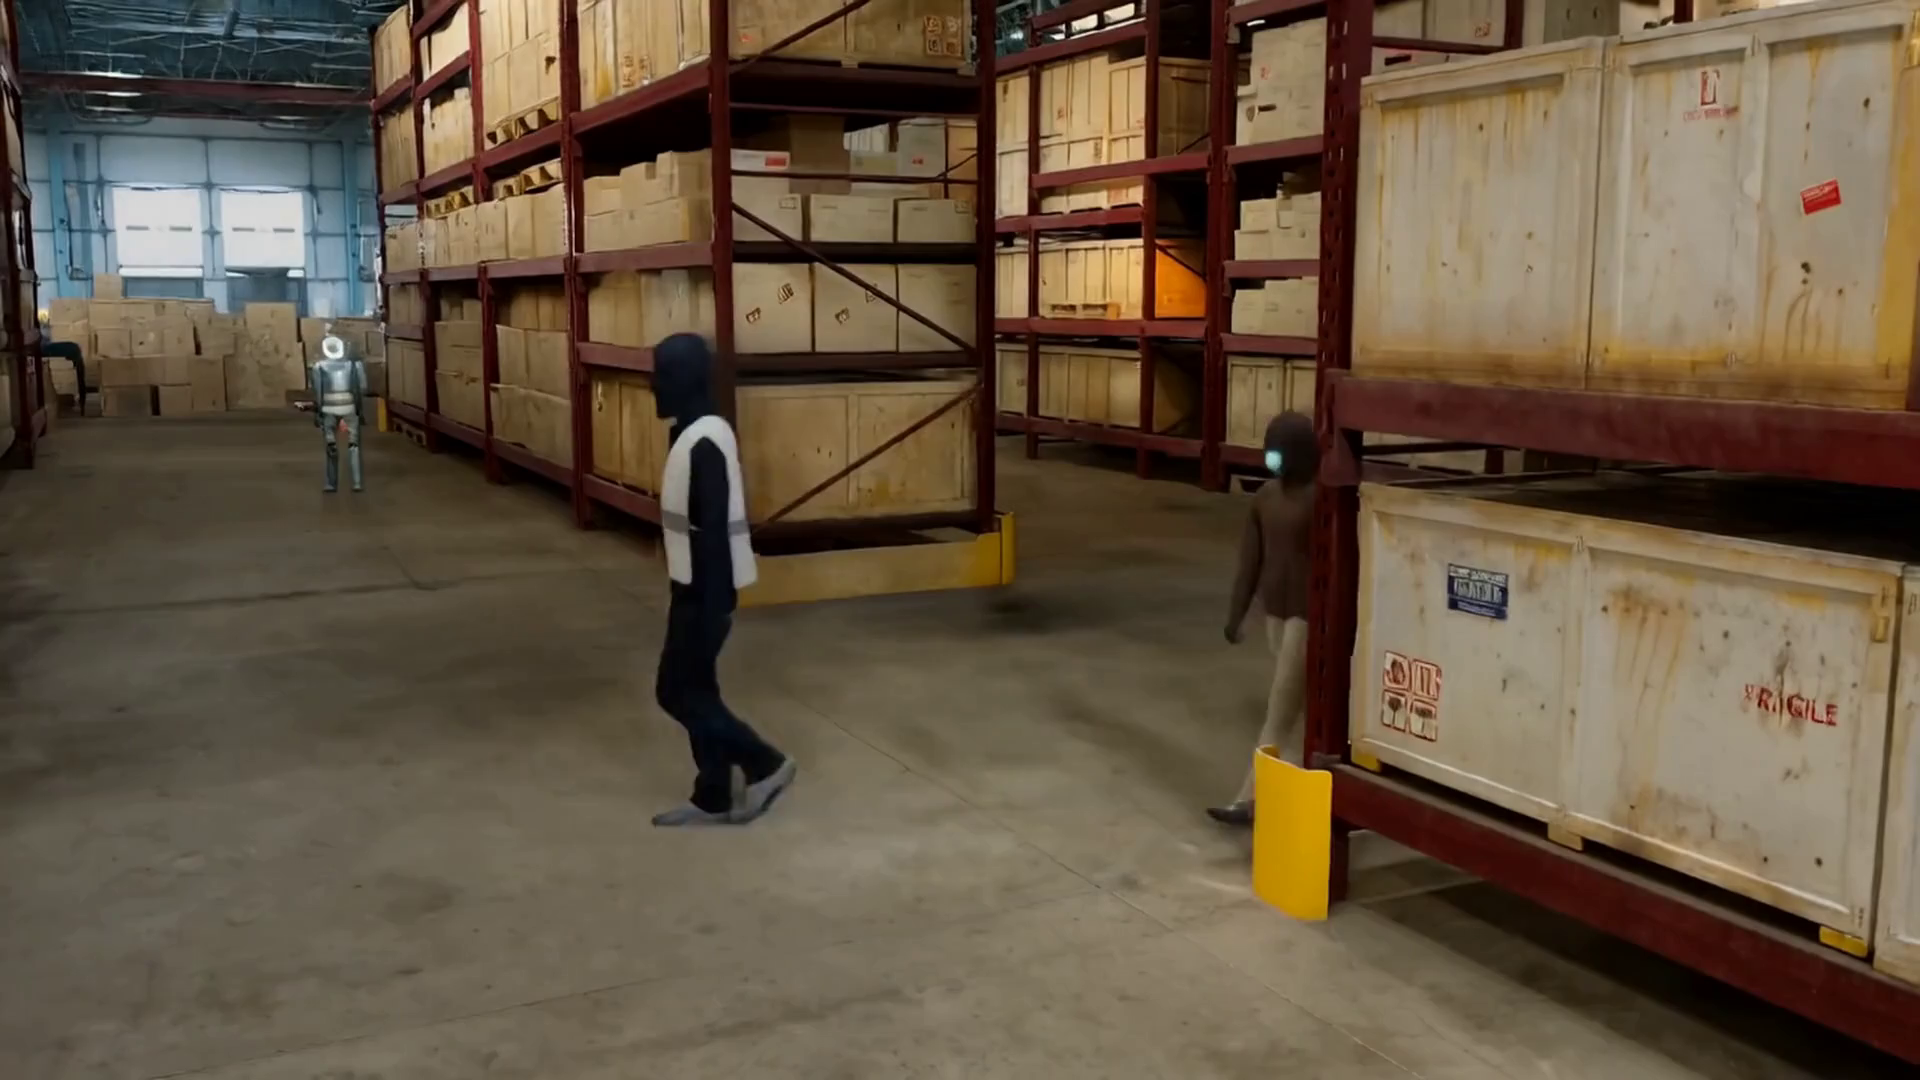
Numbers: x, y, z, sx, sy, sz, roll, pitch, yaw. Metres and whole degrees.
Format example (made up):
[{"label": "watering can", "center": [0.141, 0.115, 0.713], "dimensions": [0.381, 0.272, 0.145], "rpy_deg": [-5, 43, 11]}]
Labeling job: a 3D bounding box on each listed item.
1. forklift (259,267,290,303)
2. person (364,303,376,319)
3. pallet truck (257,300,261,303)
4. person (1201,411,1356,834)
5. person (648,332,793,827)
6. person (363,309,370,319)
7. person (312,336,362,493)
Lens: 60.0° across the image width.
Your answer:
[{"label": "forklift", "center": [-17.328, -5.529, 42.212], "dimensions": [1.129, 2.768, 1.873], "rpy_deg": [6, 10, 38]}, {"label": "person", "center": [-20.616, -7.382, 58.420], "dimensions": [0.574, 1.883, 0.355], "rpy_deg": [0, 8, -3]}, {"label": "pallet truck", "center": [-23.913, -7.404, 58.171], "dimensions": [1.885, 1.965, 0.823], "rpy_deg": [-1, 8, -9]}, {"label": "person", "center": [1.194, 0.316, 6.315], "dimensions": [0.825, 1.596, 0.522], "rpy_deg": [-4, 9, -26]}, {"label": "person", "center": [-0.966, 0.171, 6.282], "dimensions": [0.458, 1.904, 0.590], "rpy_deg": [-2, 8, -11]}, {"label": "person", "center": [-22.756, -8.043, 63.817], "dimensions": [0.307, 1.638, 0.511], "rpy_deg": [-1, 8, -9]}, {"label": "person", "center": [-6.510, -1.310, 17.387], "dimensions": [0.311, 1.636, 0.523], "rpy_deg": [8, 12, 44]}]
